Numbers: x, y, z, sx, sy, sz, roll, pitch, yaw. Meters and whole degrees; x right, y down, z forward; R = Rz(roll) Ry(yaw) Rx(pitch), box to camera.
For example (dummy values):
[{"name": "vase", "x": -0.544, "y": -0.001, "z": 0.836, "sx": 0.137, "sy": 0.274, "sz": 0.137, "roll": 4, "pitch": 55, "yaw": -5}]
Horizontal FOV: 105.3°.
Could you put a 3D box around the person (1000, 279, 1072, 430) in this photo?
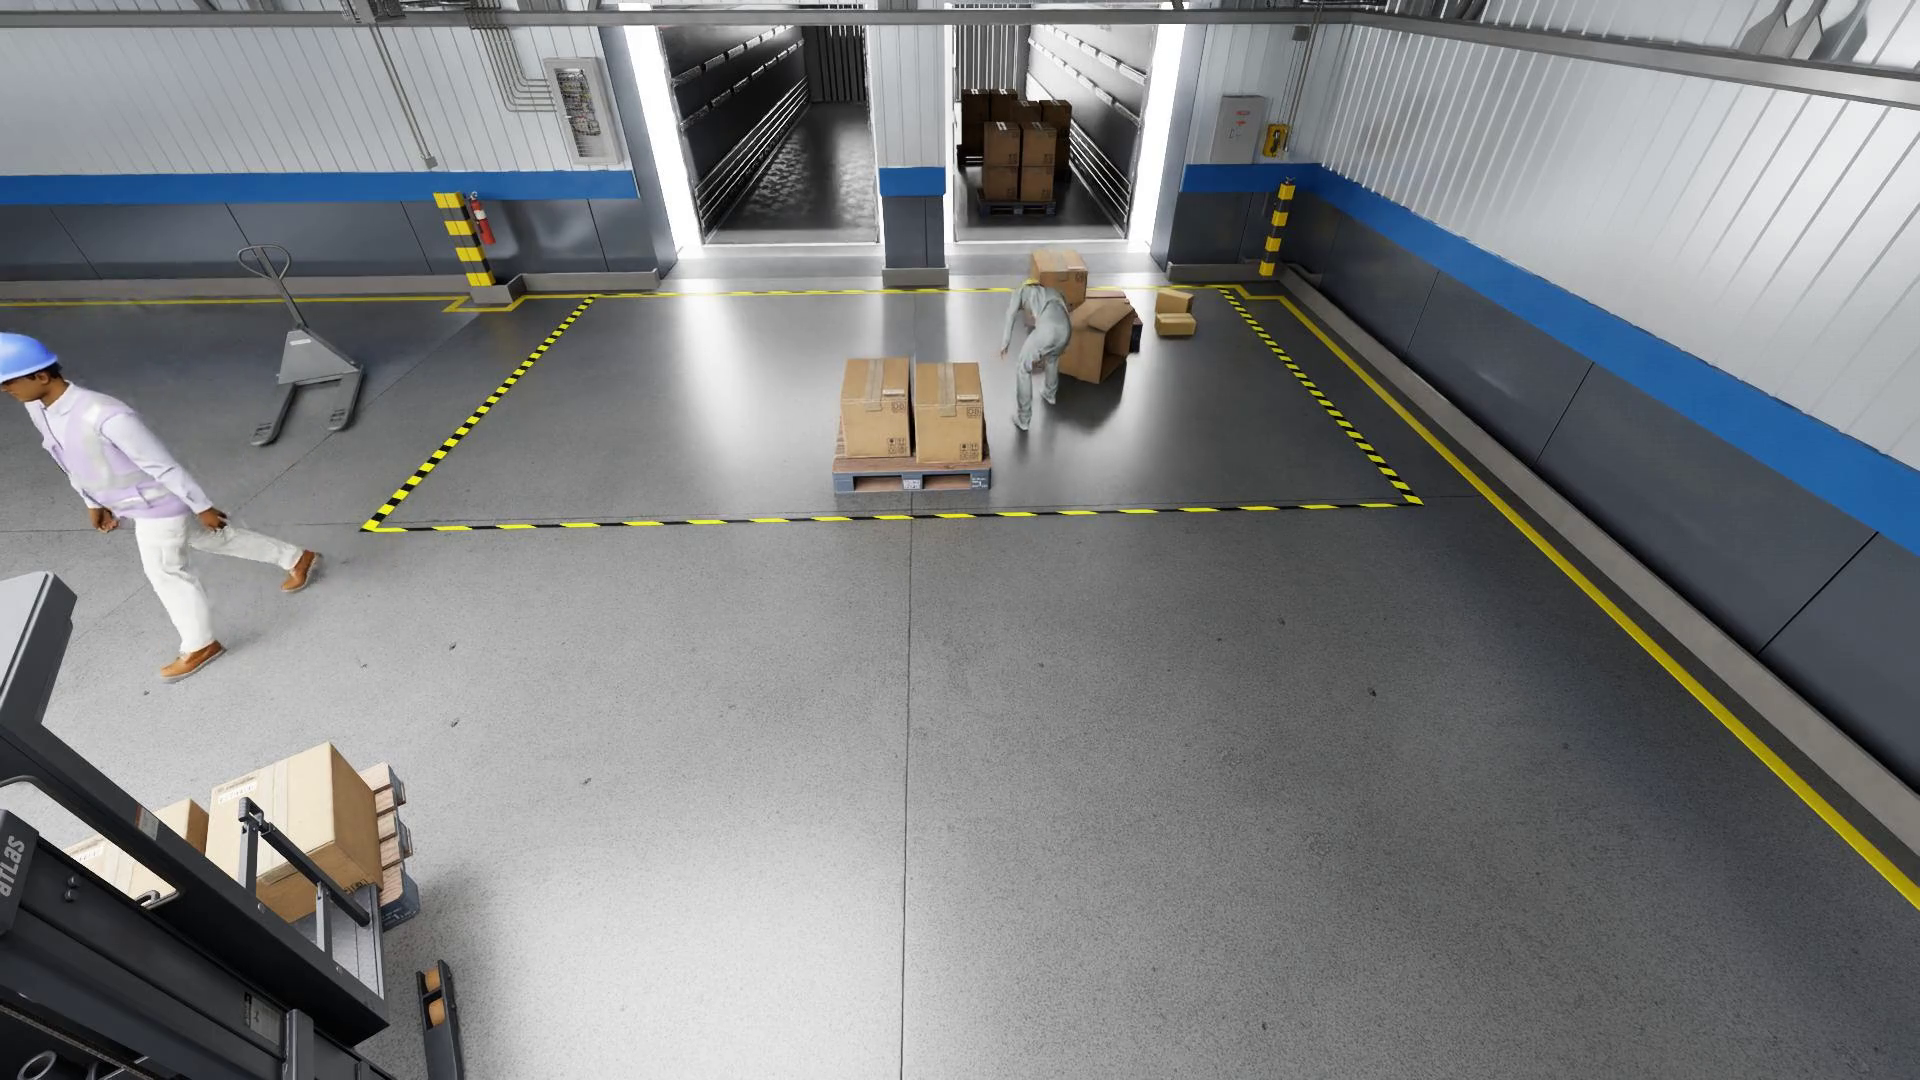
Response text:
[{"name": "person", "x": 0.600, "y": -1.652, "z": 6.371, "sx": 0.690, "sy": 1.122, "sz": 0.822, "roll": -21, "pitch": 43, "yaw": -24}]

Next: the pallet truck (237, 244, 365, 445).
[{"name": "pallet truck", "x": -5.915, "y": -1.733, "z": 6.366, "sx": 0.680, "sy": 1.201, "sz": 1.601, "roll": -18, "pitch": 42, "yaw": -21}]

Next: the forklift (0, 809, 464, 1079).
[{"name": "forklift", "x": -1.870, "y": 1.524, "z": 1.616, "sx": 0.716, "sy": 2.013, "sz": 0.776, "roll": -24, "pitch": 44, "yaw": -27}]

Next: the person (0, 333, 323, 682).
[{"name": "person", "x": -4.345, "y": -0.226, "z": 3.944, "sx": 0.587, "sy": 1.896, "sz": 1.035, "roll": 15, "pitch": 41, "yaw": 18}]
